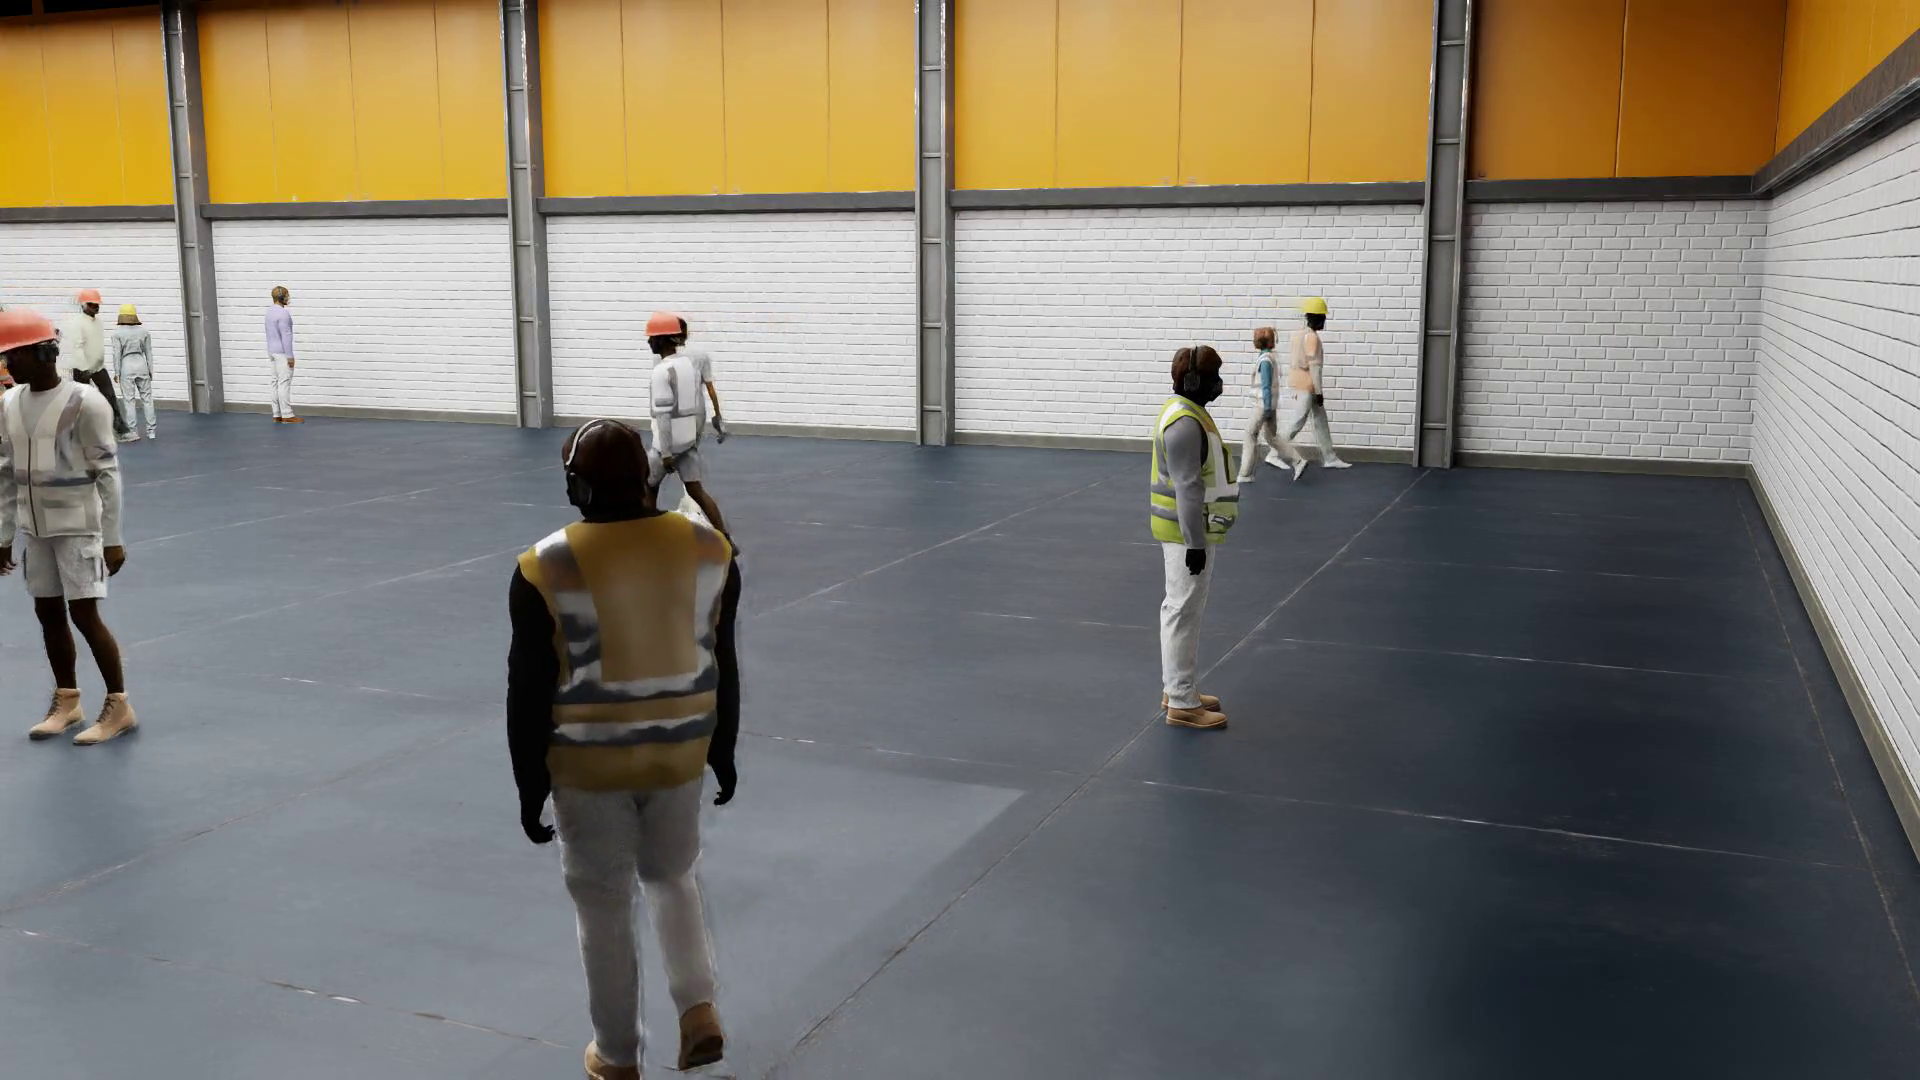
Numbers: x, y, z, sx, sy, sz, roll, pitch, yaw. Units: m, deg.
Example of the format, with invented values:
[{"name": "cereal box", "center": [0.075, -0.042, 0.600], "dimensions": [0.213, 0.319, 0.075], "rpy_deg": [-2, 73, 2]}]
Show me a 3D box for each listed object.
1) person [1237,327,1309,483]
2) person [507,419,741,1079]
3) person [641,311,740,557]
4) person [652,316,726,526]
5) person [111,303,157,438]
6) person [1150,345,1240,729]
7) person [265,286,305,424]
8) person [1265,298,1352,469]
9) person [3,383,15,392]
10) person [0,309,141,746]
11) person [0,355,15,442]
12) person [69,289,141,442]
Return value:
[{"name": "person", "center": [3.159, -1.369, 16.940], "dimensions": [0.751, 1.613, 0.510], "rpy_deg": [3, 10, 18]}, {"name": "person", "center": [-0.886, 0.591, 4.408], "dimensions": [0.637, 1.825, 0.447], "rpy_deg": [-6, 11, -30]}, {"name": "person", "center": [-2.102, -0.746, 12.309], "dimensions": [0.977, 1.899, 0.542], "rpy_deg": [4, 10, 23]}, {"name": "person", "center": [-2.301, -1.004, 14.177], "dimensions": [0.563, 1.806, 0.939], "rpy_deg": [-4, 10, -25]}, {"name": "person", "center": [-10.591, -2.154, 21.293], "dimensions": [0.323, 1.742, 0.492], "rpy_deg": [9, 13, 42]}, {"name": "person", "center": [1.135, -0.023, 8.085], "dimensions": [0.429, 1.844, 0.627], "rpy_deg": [1, 9, 5]}, {"name": "person", "center": [-9.533, -2.596, 23.380], "dimensions": [0.378, 1.940, 0.628], "rpy_deg": [-9, 13, -42]}, {"name": "person", "center": [3.801, -1.698, 18.129], "dimensions": [0.960, 1.882, 0.602], "rpy_deg": [1, 9, 6]}, {"name": "person", "center": [-9.732, -1.489, 16.902], "dimensions": [0.471, 1.856, 0.521], "rpy_deg": [-5, 10, -26]}, {"name": "person", "center": [-4.195, -0.047, 7.735], "dimensions": [0.653, 2.017, 0.410], "rpy_deg": [3, 10, 19]}, {"name": "person", "center": [-9.463, -1.256, 16.088], "dimensions": [0.604, 1.680, 0.478], "rpy_deg": [-5, 11, -28]}, {"name": "person", "center": [-10.927, -2.177, 20.856], "dimensions": [1.046, 1.942, 0.641], "rpy_deg": [1, 9, 9]}]
